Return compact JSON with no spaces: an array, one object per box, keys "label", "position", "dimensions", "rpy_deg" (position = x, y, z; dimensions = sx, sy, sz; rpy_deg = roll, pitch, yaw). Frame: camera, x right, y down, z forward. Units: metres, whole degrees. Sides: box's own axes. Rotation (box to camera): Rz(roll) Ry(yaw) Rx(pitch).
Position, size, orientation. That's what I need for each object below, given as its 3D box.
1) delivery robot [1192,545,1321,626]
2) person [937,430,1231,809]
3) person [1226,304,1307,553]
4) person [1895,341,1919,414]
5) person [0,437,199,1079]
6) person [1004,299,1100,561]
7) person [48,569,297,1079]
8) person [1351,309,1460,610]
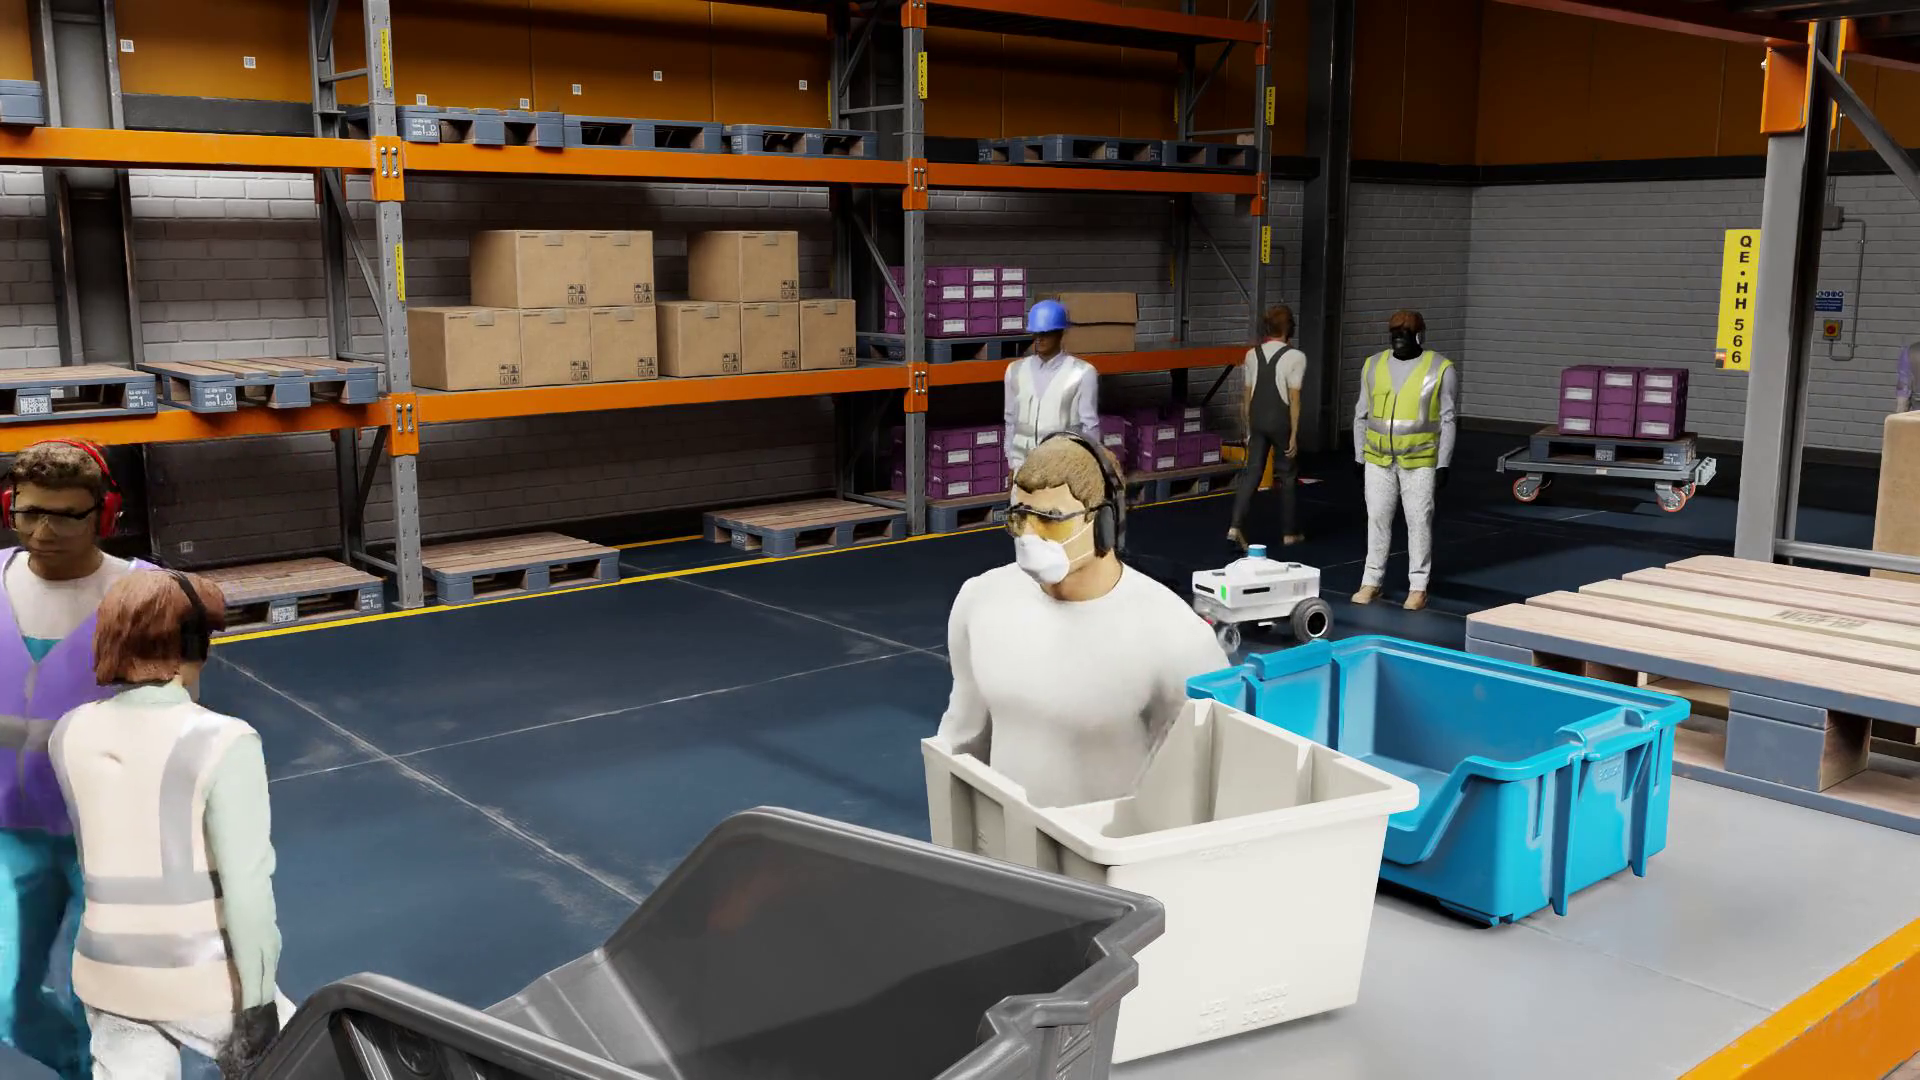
[{"label":"delivery robot","position":[1.652,0.269,9.279],"dimensions":[0.707,0.478,0.477],"rpy_deg":[-5,11,-26]},{"label":"person","position":[0.287,0.702,3.389],"dimensions":[0.997,1.899,0.617],"rpy_deg":[-10,14,-44]},{"label":"person","position":[2.237,-0.804,12.075],"dimensions":[0.525,1.807,0.956],"rpy_deg":[8,13,37]},{"label":"person","position":[6.587,-0.702,11.151],"dimensions":[0.585,1.922,0.377],"rpy_deg":[8,13,37]},{"label":"person","position":[-1.995,0.665,3.772],"dimensions":[0.611,1.819,0.433],"rpy_deg":[0,10,1]},{"label":"person","position":[0.563,-0.463,9.840],"dimensions":[0.615,1.921,0.872],"rpy_deg":[5,11,25]},{"label":"person","position":[-1.493,0.851,3.291],"dimensions":[0.538,1.614,0.600],"rpy_deg":[4,11,19]},{"label":"person","position":[2.706,-0.491,10.203],"dimensions":[0.634,1.839,0.429],"rpy_deg":[7,12,33]}]
